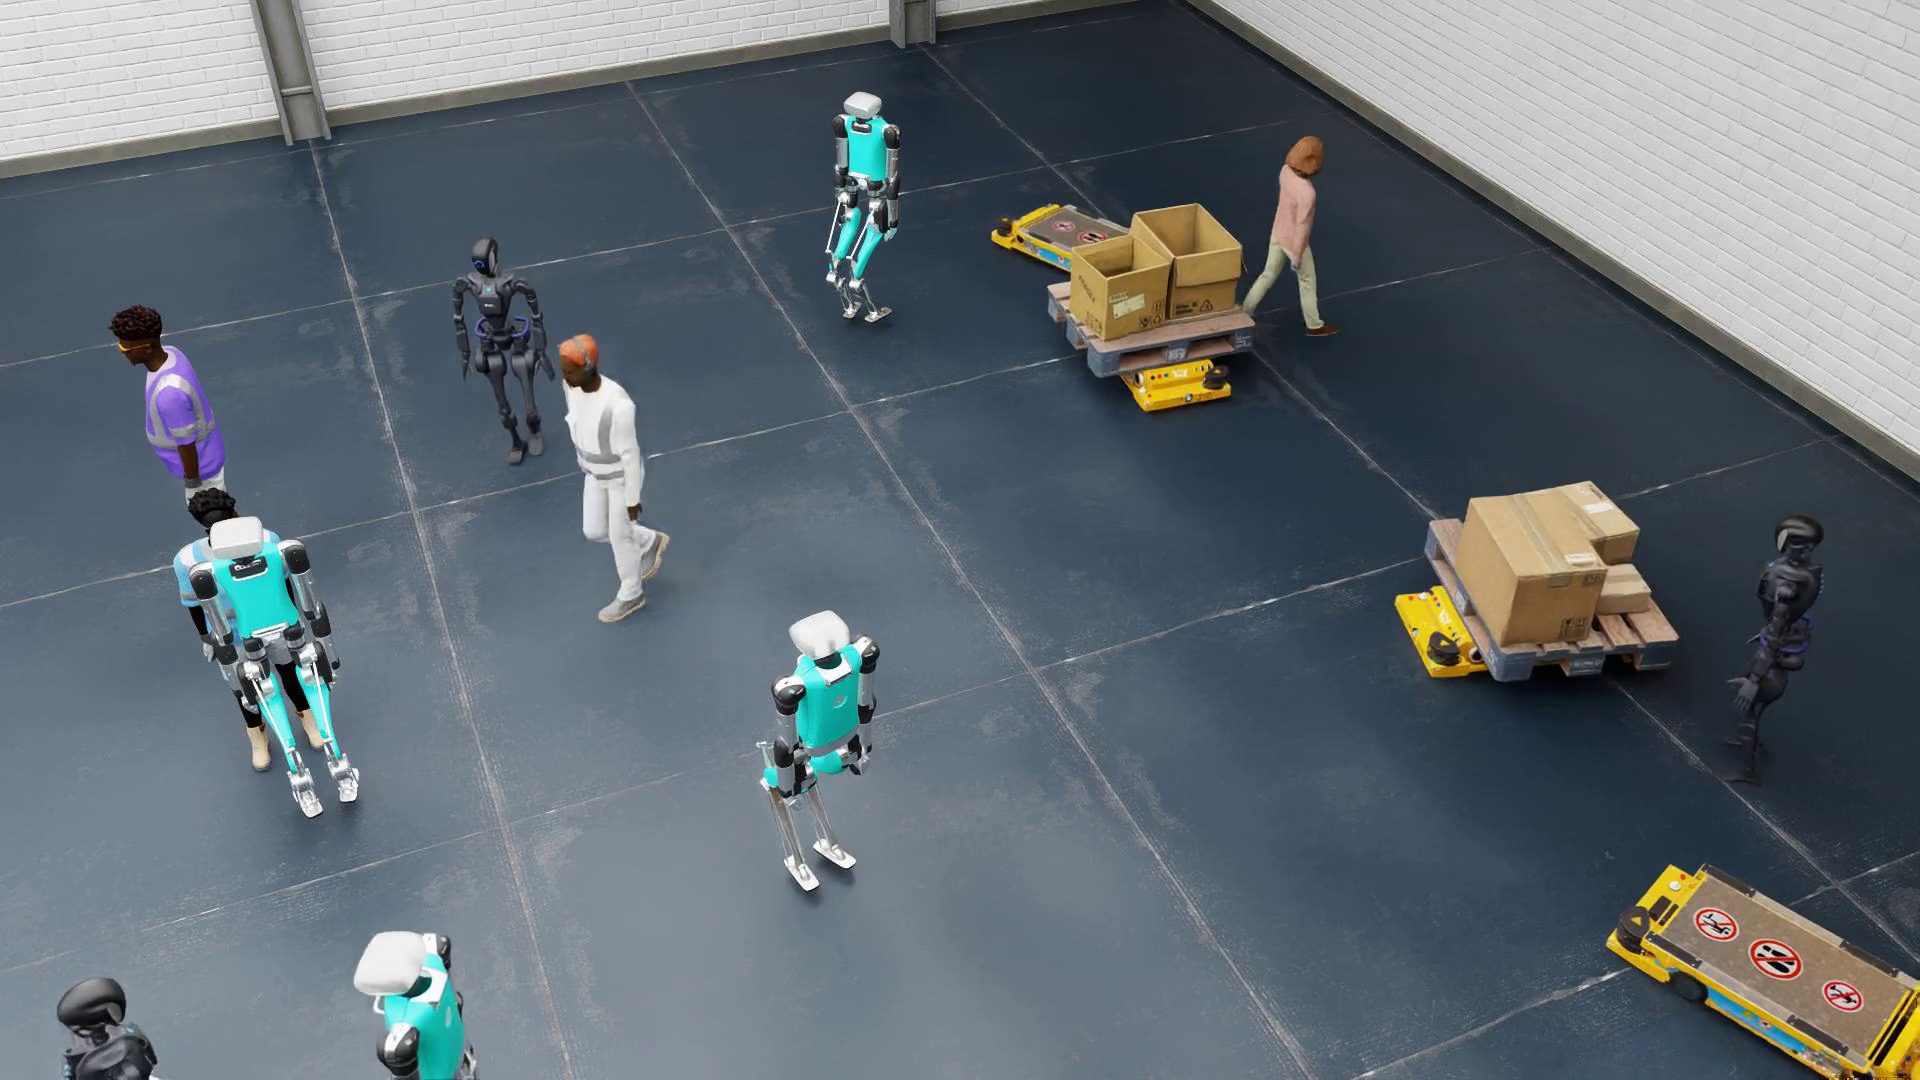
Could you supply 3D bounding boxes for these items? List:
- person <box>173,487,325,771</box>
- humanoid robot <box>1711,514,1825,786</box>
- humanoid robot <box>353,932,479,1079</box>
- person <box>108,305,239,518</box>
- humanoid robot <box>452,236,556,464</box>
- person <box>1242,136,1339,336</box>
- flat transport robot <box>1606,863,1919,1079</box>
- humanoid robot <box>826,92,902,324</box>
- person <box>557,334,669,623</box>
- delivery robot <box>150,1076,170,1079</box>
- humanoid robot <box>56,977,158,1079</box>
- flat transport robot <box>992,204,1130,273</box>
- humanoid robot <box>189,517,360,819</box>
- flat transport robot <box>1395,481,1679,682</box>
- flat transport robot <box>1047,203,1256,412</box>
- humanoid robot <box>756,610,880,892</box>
[{"bbox_3d":[-3.633,0.444,8.520,0.534,1.699,0.318,-19,41,-23],"label":"person"},{"bbox_3d":[4.093,0.577,8.379,0.389,1.640,0.606,19,42,23],"label":"humanoid robot"},{"bbox_3d":[-2.193,2.159,6.330,0.756,1.882,0.540,1,38,1],"label":"humanoid robot"},{"bbox_3d":[-4.391,-0.471,9.505,0.374,1.958,0.605,-15,40,-19],"label":"person"},{"bbox_3d":[-2.930,-1.220,10.703,0.612,1.640,0.358,-1,38,-1],"label":"humanoid robot"},{"bbox_3d":[2.410,-2.168,12.000,0.799,1.593,0.502,-12,39,-15],"label":"person"},{"bbox_3d":[3.795,2.033,7.627,1.431,0.231,0.659,31,47,34],"label":"flat transport robot"},{"bbox_3d":[-0.770,-2.314,11.971,0.533,1.677,0.735,18,41,22],"label":"humanoid robot"},{"bbox_3d":[-1.955,-0.387,9.467,0.581,1.867,0.507,29,46,32],"label":"person"},{"bbox_3d":[-3.234,2.482,6.821,0.814,0.610,0.499,13,40,17],"label":"delivery robot"},{"bbox_3d":[-3.058,2.229,6.216,0.610,1.650,0.330,28,45,31],"label":"humanoid robot"},{"bbox_3d":[0.995,-2.349,13.331,1.431,0.231,0.659,31,47,34],"label":"flat transport robot"},{"bbox_3d":[-3.240,0.719,8.024,0.533,1.677,0.735,-17,41,-20],"label":"humanoid robot"},{"bbox_3d":[3.332,0.470,9.661,1.431,0.231,0.659,-4,38,-5],"label":"flat transport robot"},{"bbox_3d":[1.378,-1.424,12.127,0.659,0.231,1.431,-12,39,-15],"label":"flat transport robot"},{"bbox_3d":[-0.738,0.927,7.780,0.531,1.692,0.738,-26,45,-30],"label":"humanoid robot"}]
